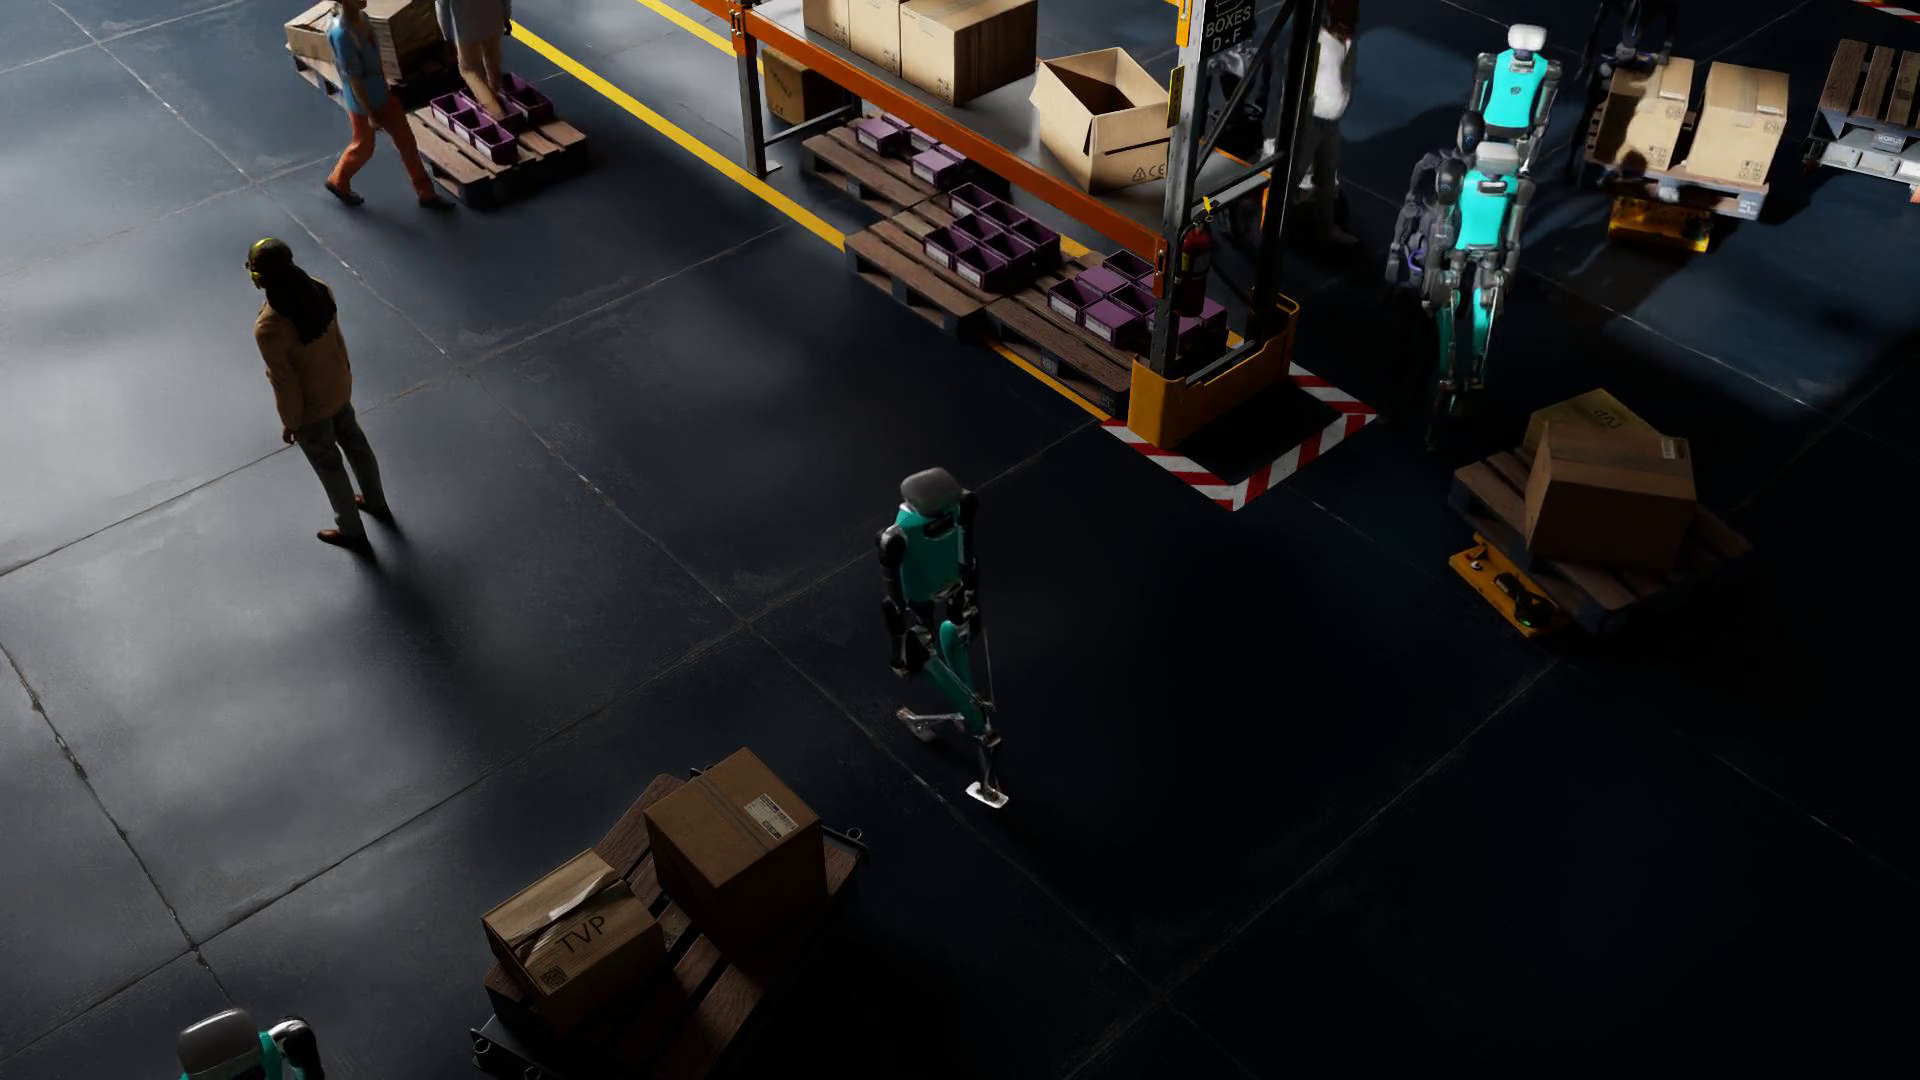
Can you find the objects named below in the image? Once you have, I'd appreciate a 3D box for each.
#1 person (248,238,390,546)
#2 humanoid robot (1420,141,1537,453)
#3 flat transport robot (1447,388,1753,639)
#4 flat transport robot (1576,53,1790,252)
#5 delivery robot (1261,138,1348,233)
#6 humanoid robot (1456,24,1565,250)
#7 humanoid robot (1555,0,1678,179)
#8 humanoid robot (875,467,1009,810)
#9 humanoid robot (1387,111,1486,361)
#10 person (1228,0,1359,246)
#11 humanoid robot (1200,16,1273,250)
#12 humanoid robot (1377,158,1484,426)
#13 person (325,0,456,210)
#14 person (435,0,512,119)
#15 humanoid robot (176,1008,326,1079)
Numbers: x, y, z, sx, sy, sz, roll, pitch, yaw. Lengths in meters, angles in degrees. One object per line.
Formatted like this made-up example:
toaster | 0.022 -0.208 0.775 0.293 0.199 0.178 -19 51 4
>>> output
person | -3.363 -0.758 8.733 0.401 1.875 0.566 12 44 12
humanoid robot | 2.901 -1.256 9.416 0.536 1.842 0.828 0 43 0
flat transport robot | 3.440 0.053 9.037 1.431 0.231 0.659 -19 46 -20
flat transport robot | 5.039 -2.544 11.862 0.659 0.231 1.431 15 45 16
delivery robot | 2.371 -2.488 11.604 0.499 0.614 0.814 -9 43 -10
humanoid robot | 3.487 -2.583 10.807 0.533 1.777 0.711 9 43 10
humanoid robot | 4.601 -3.257 11.591 0.613 1.651 0.336 12 44 13
humanoid robot | 0.032 0.533 7.471 0.548 1.769 1.036 -32 51 -30
humanoid robot | 2.920 -1.850 10.095 0.591 1.672 0.492 3 43 4
person | 2.278 -2.763 10.923 0.792 1.875 0.688 23 47 23
humanoid robot | 1.779 -2.694 10.984 0.589 1.652 0.334 -19 46 -20
humanoid robot | 2.731 -1.395 9.582 0.615 1.650 0.496 13 44 14
person | -4.063 -3.028 11.309 0.876 1.734 0.486 8 43 9
person | -3.497 -3.755 12.097 0.570 1.732 0.540 -30 50 -29
humanoid robot | -2.165 2.271 5.548 0.553 1.740 1.027 -31 51 -29
